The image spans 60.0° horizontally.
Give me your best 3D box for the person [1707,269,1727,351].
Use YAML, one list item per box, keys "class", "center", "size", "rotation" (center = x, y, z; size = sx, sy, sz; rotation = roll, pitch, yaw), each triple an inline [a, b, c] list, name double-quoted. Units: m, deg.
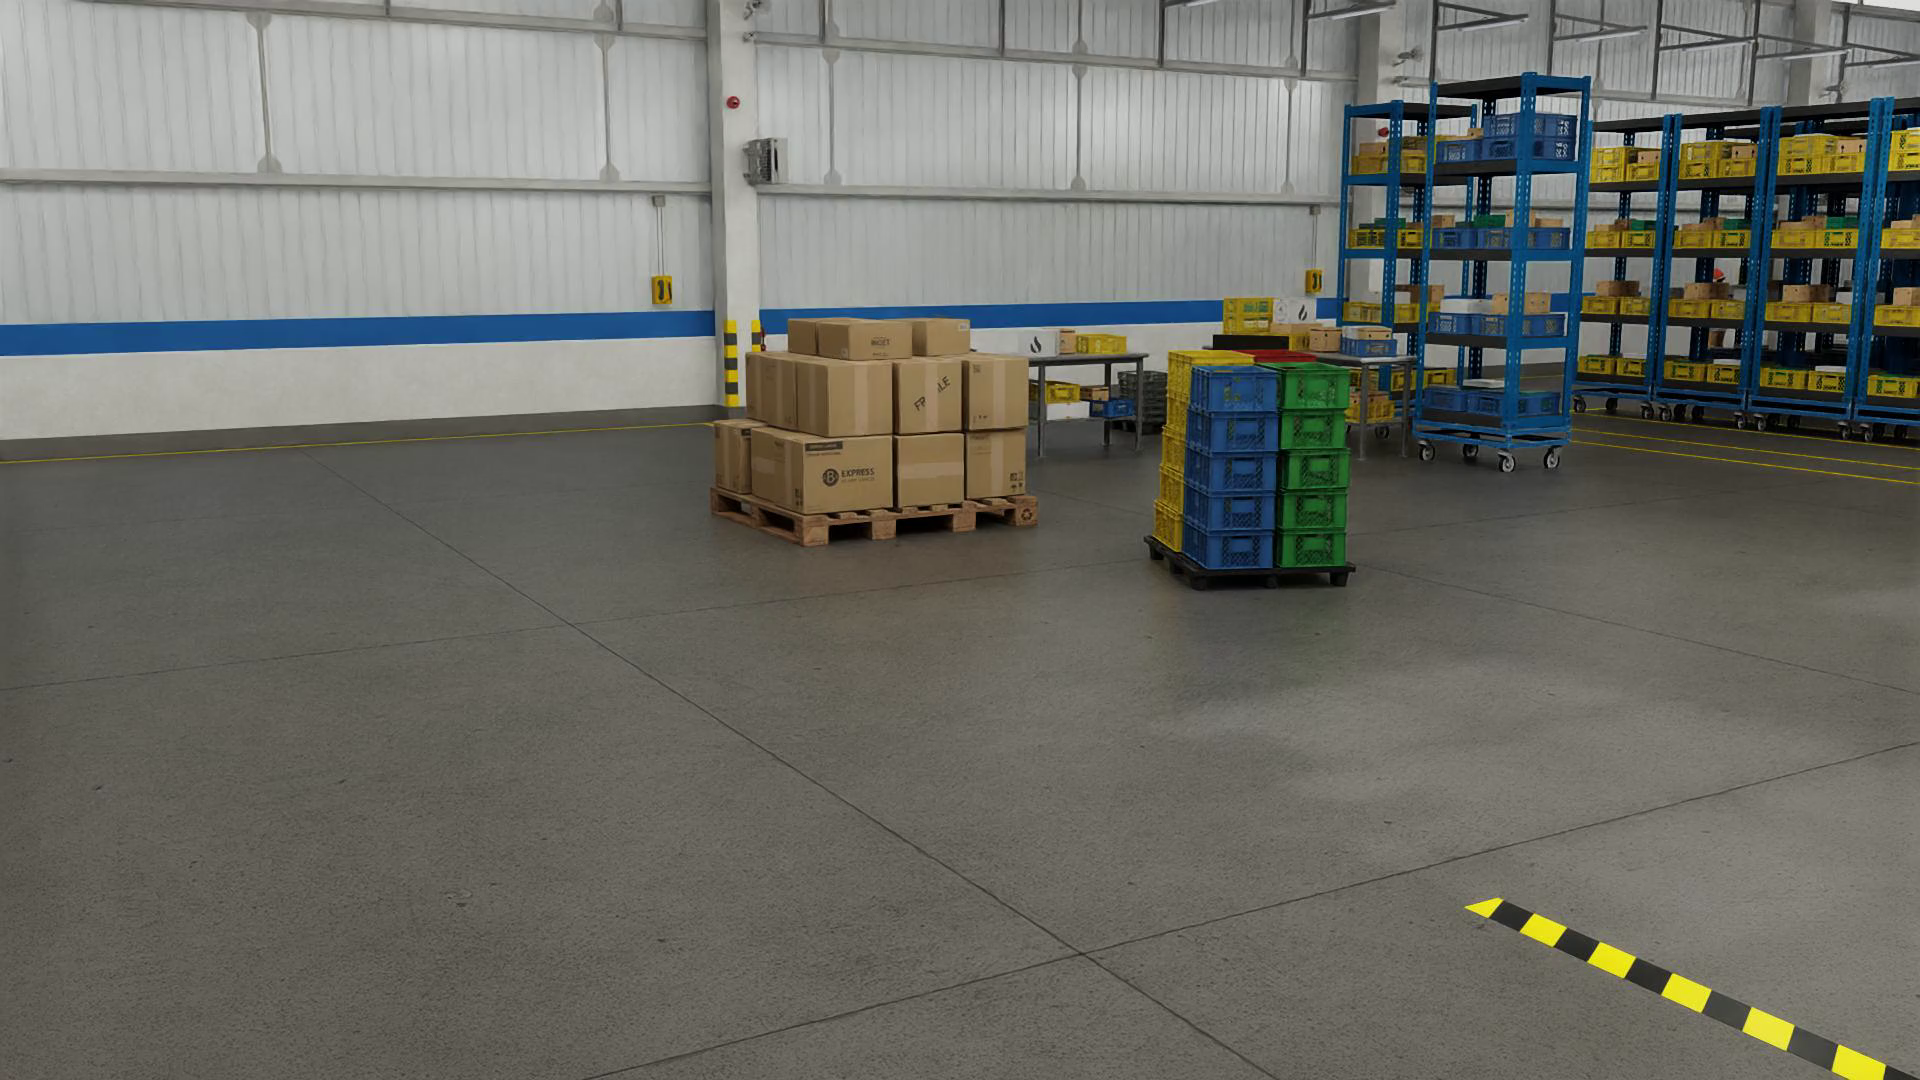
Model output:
- class: "person"
  center: [11.339, -3.205, 25.050]
  size: [0.563, 1.743, 0.359]
  rotation: [-8, 13, -39]
